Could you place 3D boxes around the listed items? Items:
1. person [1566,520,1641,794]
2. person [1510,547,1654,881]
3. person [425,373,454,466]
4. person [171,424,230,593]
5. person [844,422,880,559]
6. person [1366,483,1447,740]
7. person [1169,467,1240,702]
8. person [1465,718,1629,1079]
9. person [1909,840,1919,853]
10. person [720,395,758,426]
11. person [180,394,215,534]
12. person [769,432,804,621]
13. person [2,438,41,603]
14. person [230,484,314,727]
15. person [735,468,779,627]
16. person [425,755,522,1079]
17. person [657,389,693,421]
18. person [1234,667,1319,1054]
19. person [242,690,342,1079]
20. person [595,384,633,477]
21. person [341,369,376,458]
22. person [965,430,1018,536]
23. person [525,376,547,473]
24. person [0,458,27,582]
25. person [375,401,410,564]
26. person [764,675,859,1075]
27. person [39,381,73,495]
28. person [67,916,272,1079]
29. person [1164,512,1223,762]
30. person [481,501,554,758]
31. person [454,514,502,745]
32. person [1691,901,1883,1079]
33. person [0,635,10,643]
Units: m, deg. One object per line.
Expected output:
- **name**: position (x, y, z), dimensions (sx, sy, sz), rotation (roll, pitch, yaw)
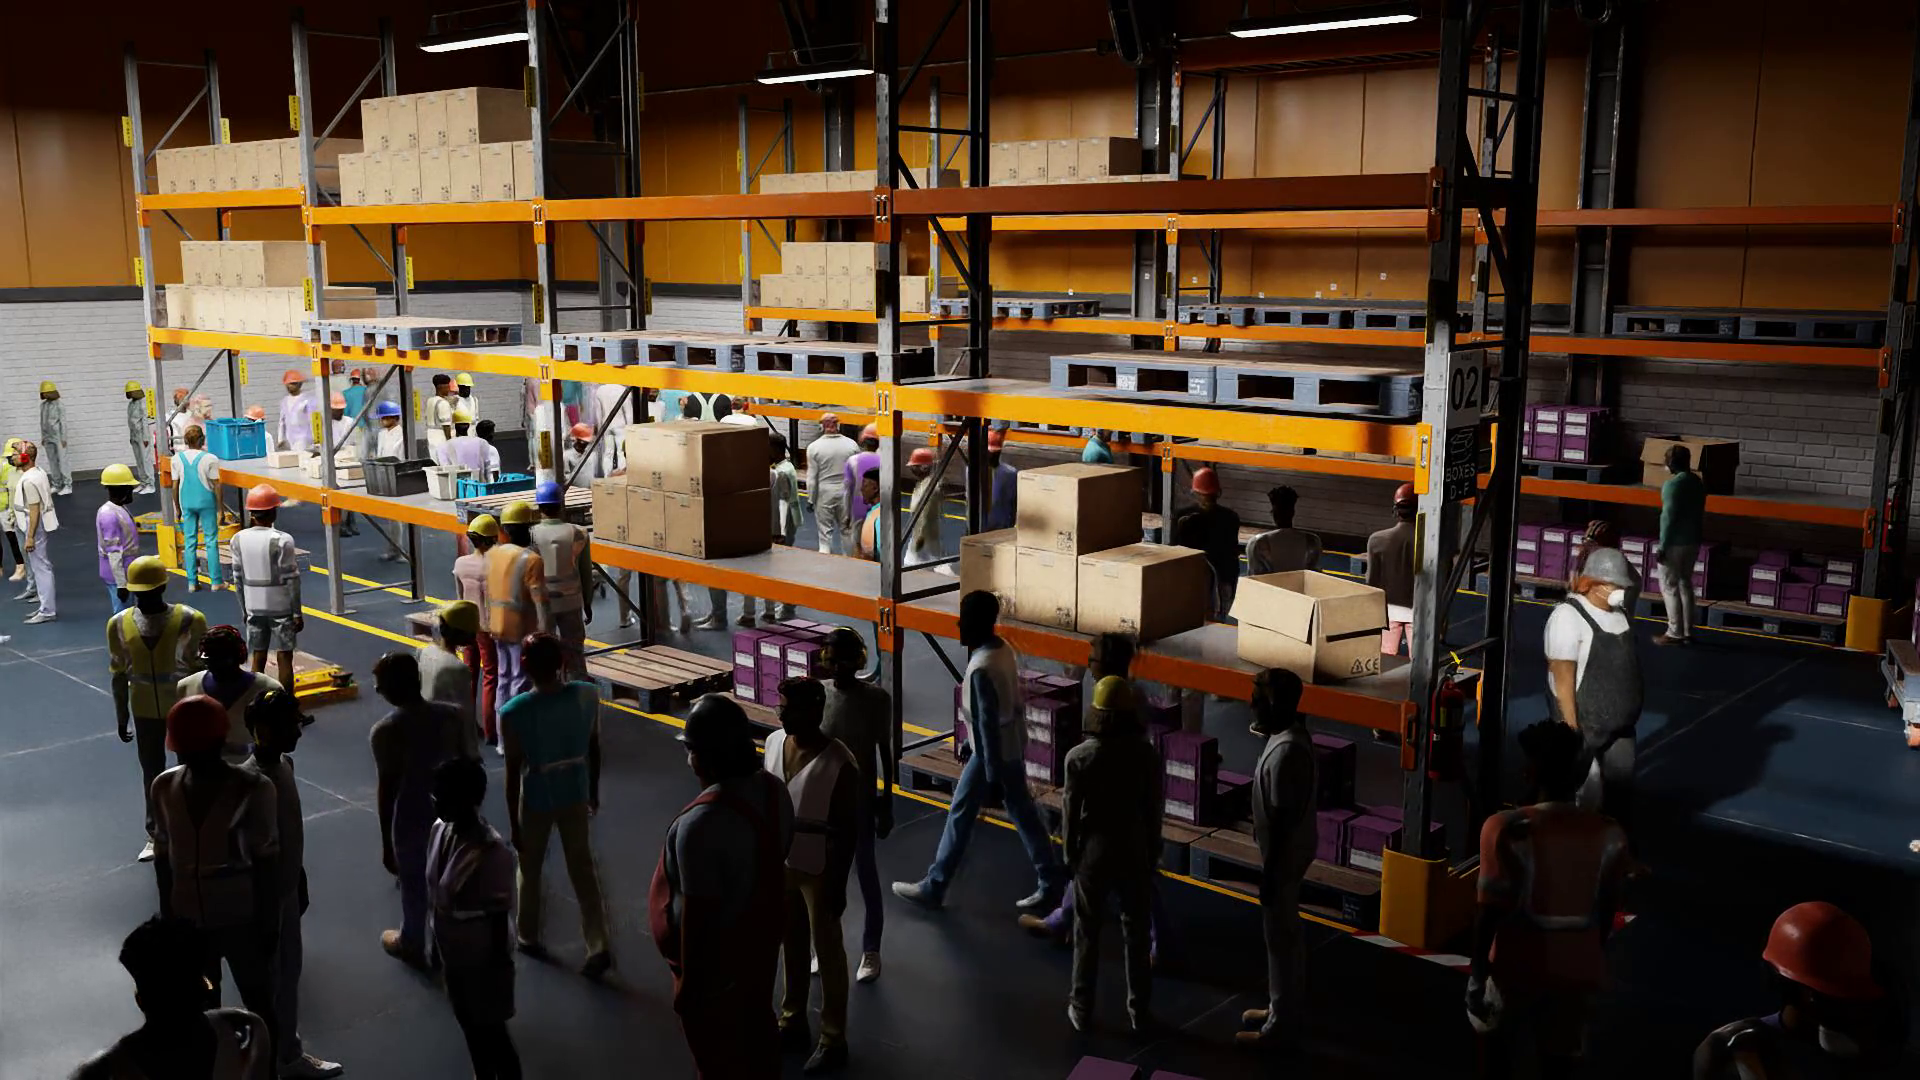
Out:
- **person**: position (4.374, 0.807, 11.507), dimensions (0.651, 1.906, 0.409), rotation (-6, 12, -31)
- **person**: position (3.792, 0.991, 10.086), dimensions (0.687, 2.000, 0.857), rotation (-6, 11, -29)
- **person**: position (-7.432, -1.405, 23.848), dimensions (0.365, 1.963, 0.610), rotation (-9, 13, -40)
- **person**: position (-8.306, -0.340, 18.167), dimensions (0.516, 1.844, 0.329), rotation (-1, 10, -5)
- **person**: position (-0.957, -0.304, 17.788), dimensions (0.555, 1.911, 0.508), rotation (0, 10, 0)
- **person**: position (3.397, 0.558, 12.680), dimensions (0.608, 1.989, 0.386), rotation (4, 11, 20)
- **person**: position (2.029, 0.328, 14.088), dimensions (0.657, 1.958, 0.858), rotation (-1, 10, -5)
- **person**: position (2.277, 1.658, 6.611), dimensions (0.646, 1.929, 0.698), rotation (-1, 10, -3)
- **person**: position (6.259, 1.066, 10.174), dimensions (0.564, 1.864, 0.590), rotation (6, 12, 30)
- **person**: position (-2.916, -1.012, 21.999), dimensions (0.567, 1.836, 0.385), rotation (5, 11, 26)
- **person**: position (-9.611, -0.907, 21.206), dimensions (0.403, 1.904, 0.651), rotation (1, 10, 5)
- **person**: position (-1.791, -0.142, 16.879), dimensions (0.407, 1.907, 0.599), rotation (-1, 10, -7)
- **person**: position (-9.929, -0.206, 17.666), dimensions (0.524, 1.761, 0.339), rotation (6, 12, 31)
- **person**: position (-5.382, 0.525, 13.002), dimensions (0.545, 1.942, 0.354), rotation (2, 10, 11)
- **person**: position (-2.055, -0.074, 16.553), dimensions (0.584, 1.882, 0.337), rotation (-8, 13, -38)
- **person**: position (-2.050, 1.716, 6.978), dimensions (0.320, 1.690, 0.535), rotation (-10, 14, -44)
- **person**: position (-4.335, -1.654, 25.244), dimensions (0.735, 1.985, 0.467), rotation (1, 10, 8)
- **person**: position (1.505, 1.494, 7.823), dimensions (0.342, 1.840, 0.504), rotation (3, 11, 17)
- **person**: position (-3.010, 1.570, 7.339), dimensions (0.333, 1.860, 0.510), rotation (0, 10, 2)
- **person**: position (-5.300, -1.704, 25.615), dimensions (0.635, 1.937, 0.355), rotation (4, 11, 21)
- **person**: position (-9.957, -1.959, 27.592), dimensions (0.564, 1.747, 0.339), rotation (-5, 11, -27)
- **person**: position (0.337, -0.217, 17.282), dimensions (0.554, 1.914, 0.801), rotation (2, 10, 11)
- **person**: position (-7.040, -2.076, 27.737), dimensions (0.371, 1.933, 0.627), rotation (-5, 11, -27)
- **person**: position (-10.862, -0.364, 18.759), dimensions (0.530, 1.690, 0.322), rotation (2, 10, 11)
- **person**: position (-6.739, -0.691, 19.862), dimensions (0.615, 1.945, 0.404), rotation (7, 12, 33)
- **person**: position (-0.694, 1.514, 7.677), dimensions (0.567, 1.846, 0.389), rotation (8, 13, 40)
- **person**: position (-13.819, -1.553, 25.341), dimensions (0.491, 1.736, 0.334), rotation (4, 11, 19)
- **person**: position (-2.178, 1.989, 4.694), dimensions (0.378, 1.956, 0.625), rotation (7, 12, 35)
- **person**: position (1.710, 0.710, 12.234), dimensions (0.429, 1.846, 0.626), rotation (-4, 11, -19)
- **person**: position (-3.229, 0.674, 12.264), dimensions (0.682, 1.916, 0.418), rotation (8, 13, 38)
- **person**: position (-3.613, 0.677, 12.666), dimensions (0.518, 1.757, 0.341), rotation (6, 11, 29)
- **person**: position (2.284, 1.966, 4.572), dimensions (0.605, 2.044, 0.375), rotation (-3, 10, -16)
- **person**: position (-9.213, 0.245, 15.307), dimensions (0.503, 1.709, 0.844), rotation (6, 12, 30)
